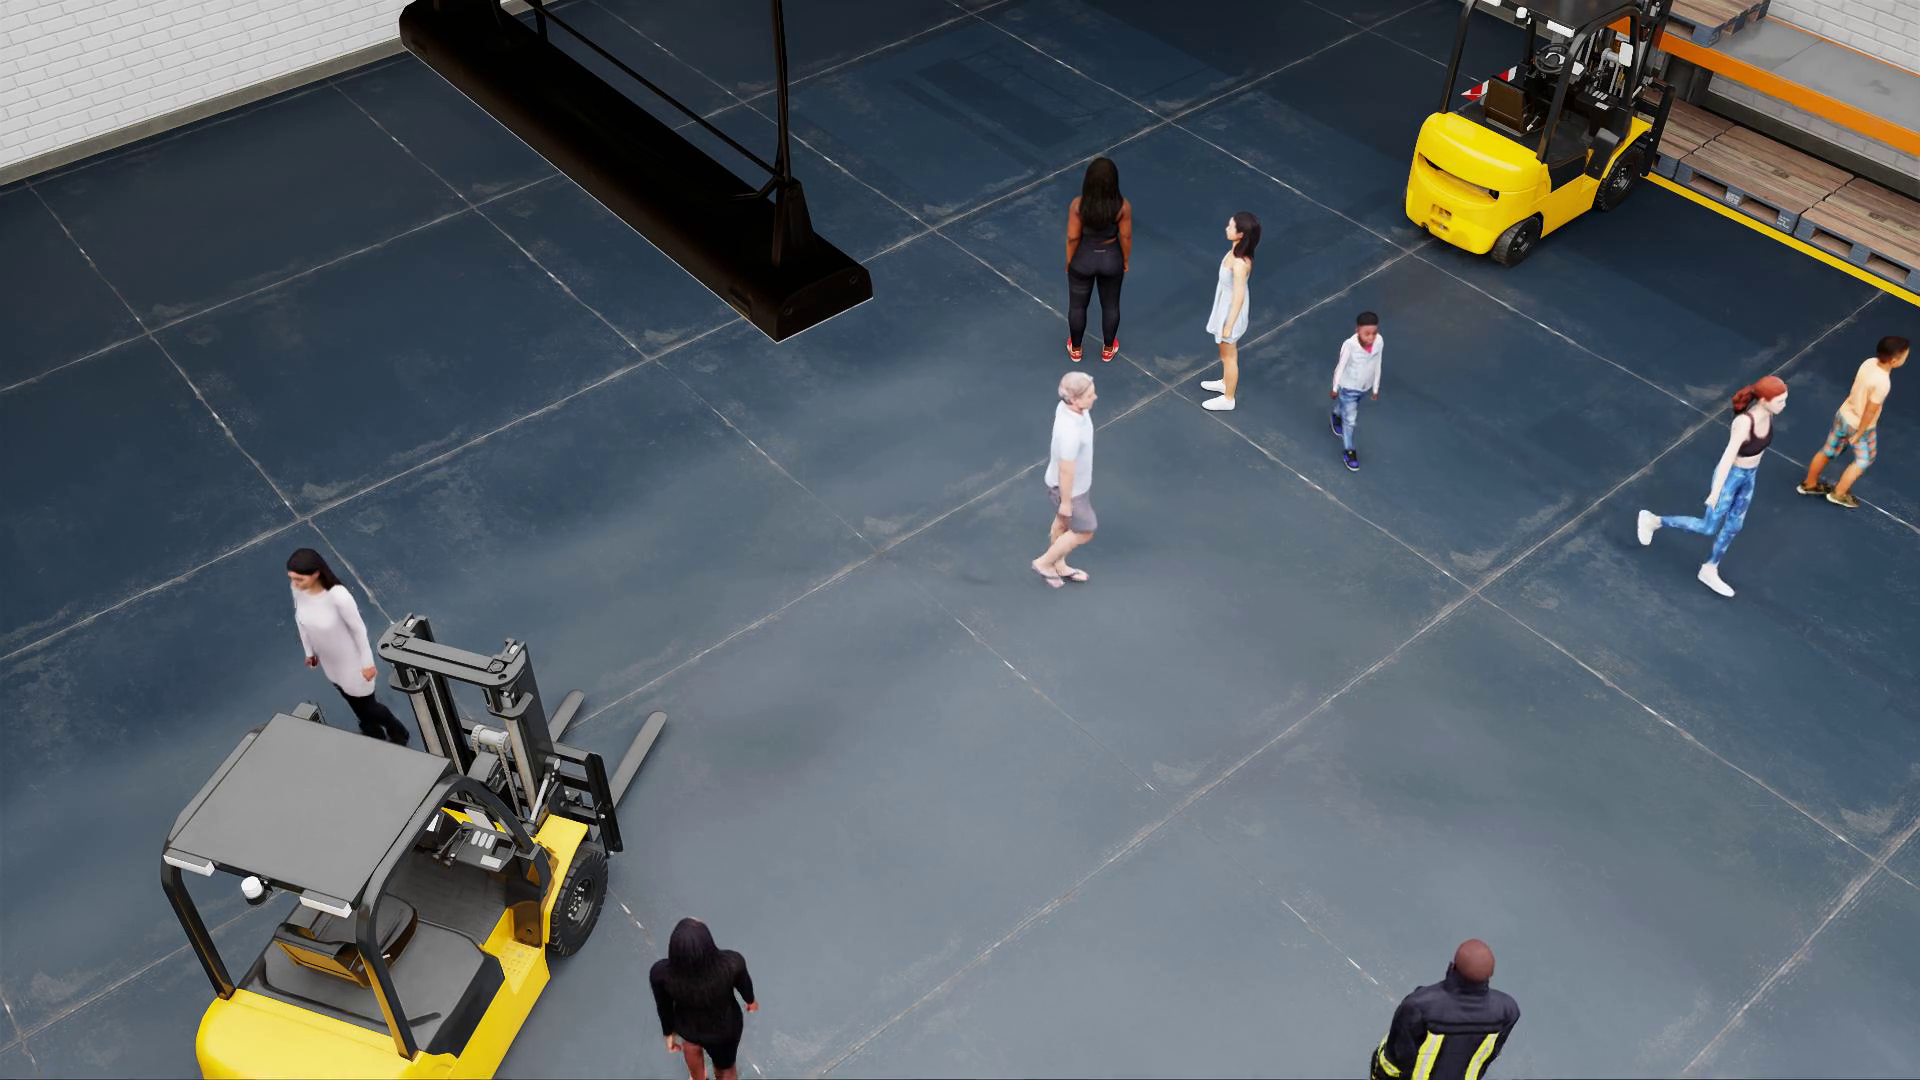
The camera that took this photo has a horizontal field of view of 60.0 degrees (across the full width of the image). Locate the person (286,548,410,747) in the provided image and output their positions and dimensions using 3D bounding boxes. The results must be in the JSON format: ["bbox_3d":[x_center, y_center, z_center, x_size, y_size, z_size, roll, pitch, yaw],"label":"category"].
[{"bbox_3d":[-3.681,0.674,10.037,0.634,1.807,0.769,20,47,20],"label":"person"}]

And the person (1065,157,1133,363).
[{"bbox_3d":[1.072,-2.183,13.029,0.766,1.816,0.820,2,44,2],"label":"person"}]

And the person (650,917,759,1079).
[{"bbox_3d":[-1.236,2.472,8.220,0.763,1.709,0.813,-2,44,-2],"label":"person"}]

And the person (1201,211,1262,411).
[{"bbox_3d":[2.064,-1.740,12.626,0.723,1.730,0.668,4,44,5],"label":"person"}]

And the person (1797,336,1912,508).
[{"bbox_3d":[6.346,-0.856,11.904,0.735,1.447,0.680,-3,44,-3],"label":"person"}]

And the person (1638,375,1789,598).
[{"bbox_3d":[5.112,-0.416,11.211,0.555,1.766,0.986,-31,52,-28],"label":"person"}]

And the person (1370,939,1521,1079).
[{"bbox_3d":[2.308,2.588,8.026,0.963,1.809,1.021,-2,44,-2],"label":"person"}]

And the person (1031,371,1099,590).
[{"bbox_3d":[0.647,-0.391,11.143,0.879,1.824,0.824,6,44,6],"label":"person"}]

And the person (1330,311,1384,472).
[{"bbox_3d":[2.938,-1.208,12.421,0.723,1.243,0.931,-10,44,-10],"label":"person"}]
